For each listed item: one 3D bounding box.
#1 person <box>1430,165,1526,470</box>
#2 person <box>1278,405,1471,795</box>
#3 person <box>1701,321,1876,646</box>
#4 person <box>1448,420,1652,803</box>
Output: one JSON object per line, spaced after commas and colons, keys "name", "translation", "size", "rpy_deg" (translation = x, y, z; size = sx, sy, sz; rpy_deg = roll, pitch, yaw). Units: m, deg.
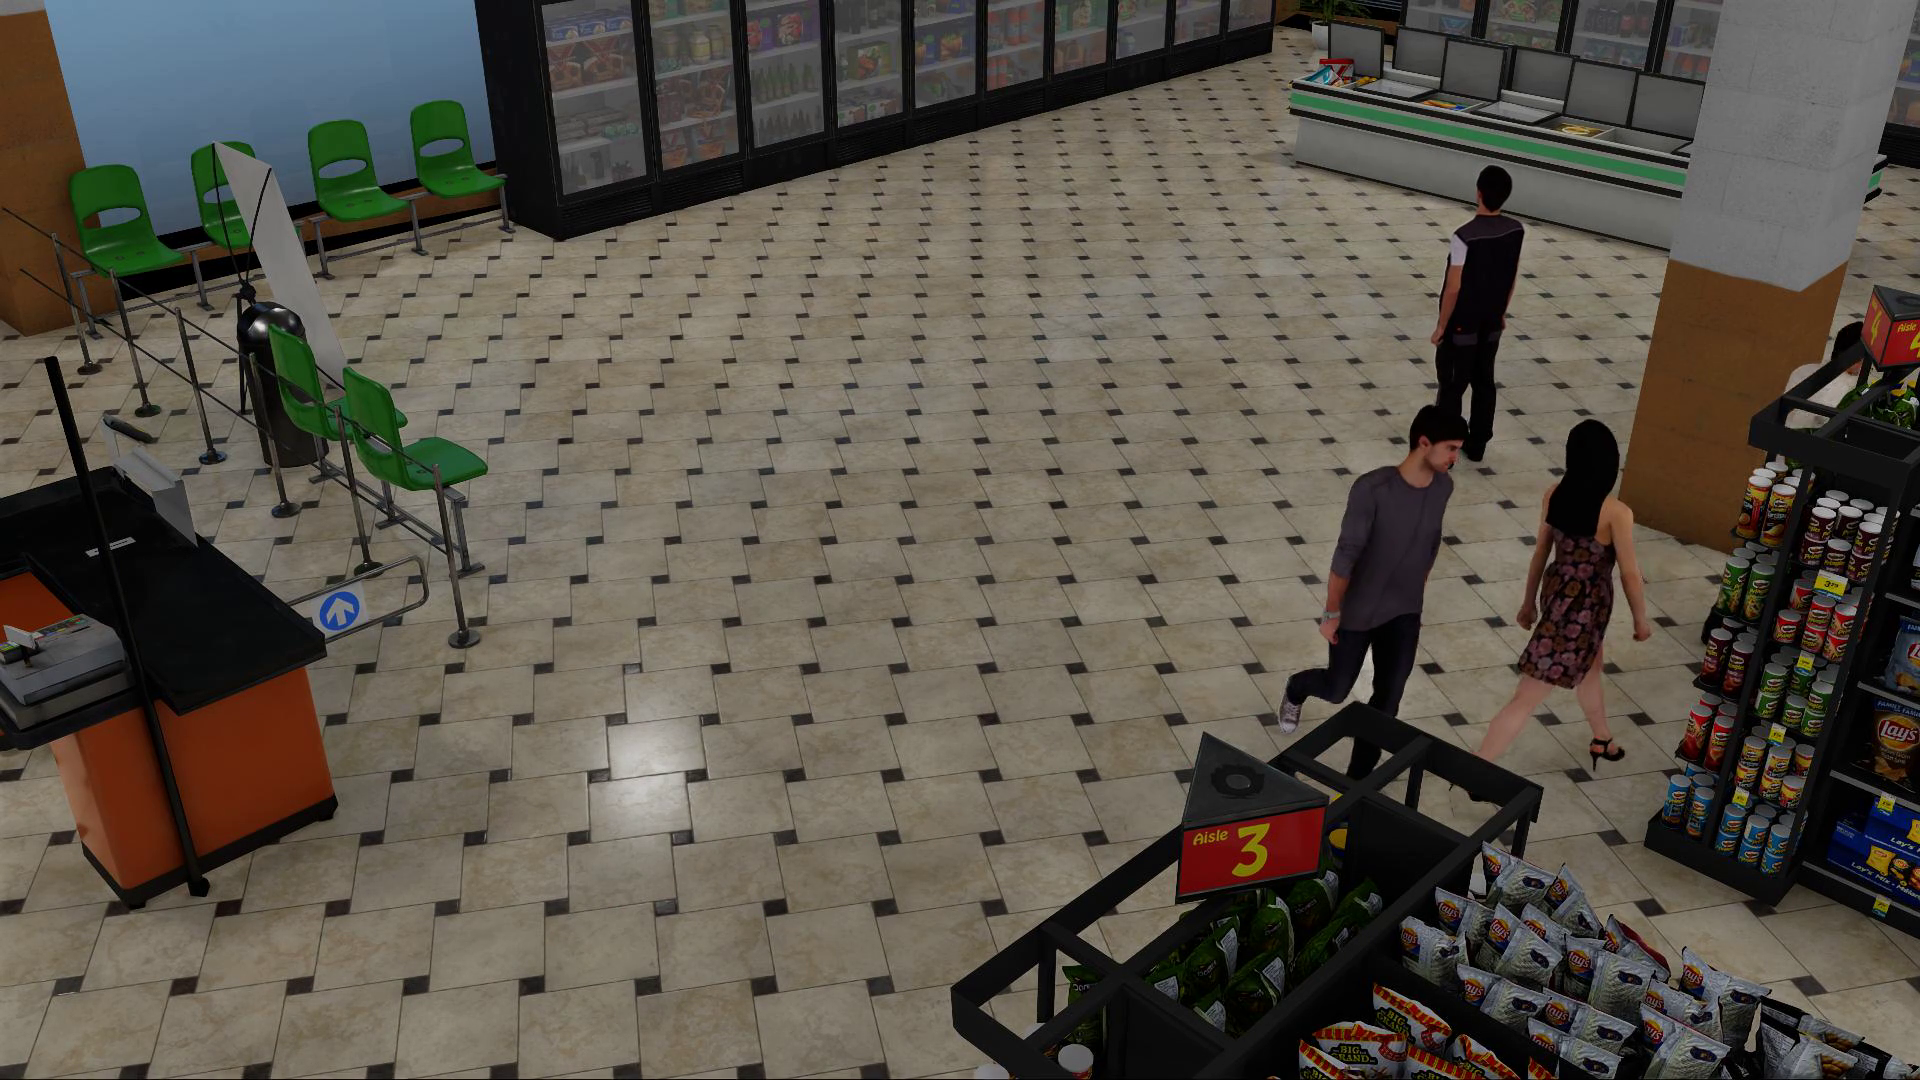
{"name": "person", "translation": [3.070, -1.314, 9.920], "size": [0.737, 1.848, 0.727], "rpy_deg": [-9, 30, -16]}
{"name": "person", "translation": [1.735, 0.244, 7.105], "size": [1.013, 1.811, 1.148], "rpy_deg": [-7, 29, -13]}
{"name": "person", "translation": [3.921, -0.219, 8.001], "size": [1.018, 1.765, 0.942], "rpy_deg": [1, 29, 2]}
{"name": "person", "translation": [2.469, 0.392, 6.941], "size": [0.963, 1.707, 1.179], "rpy_deg": [-12, 31, -20]}
